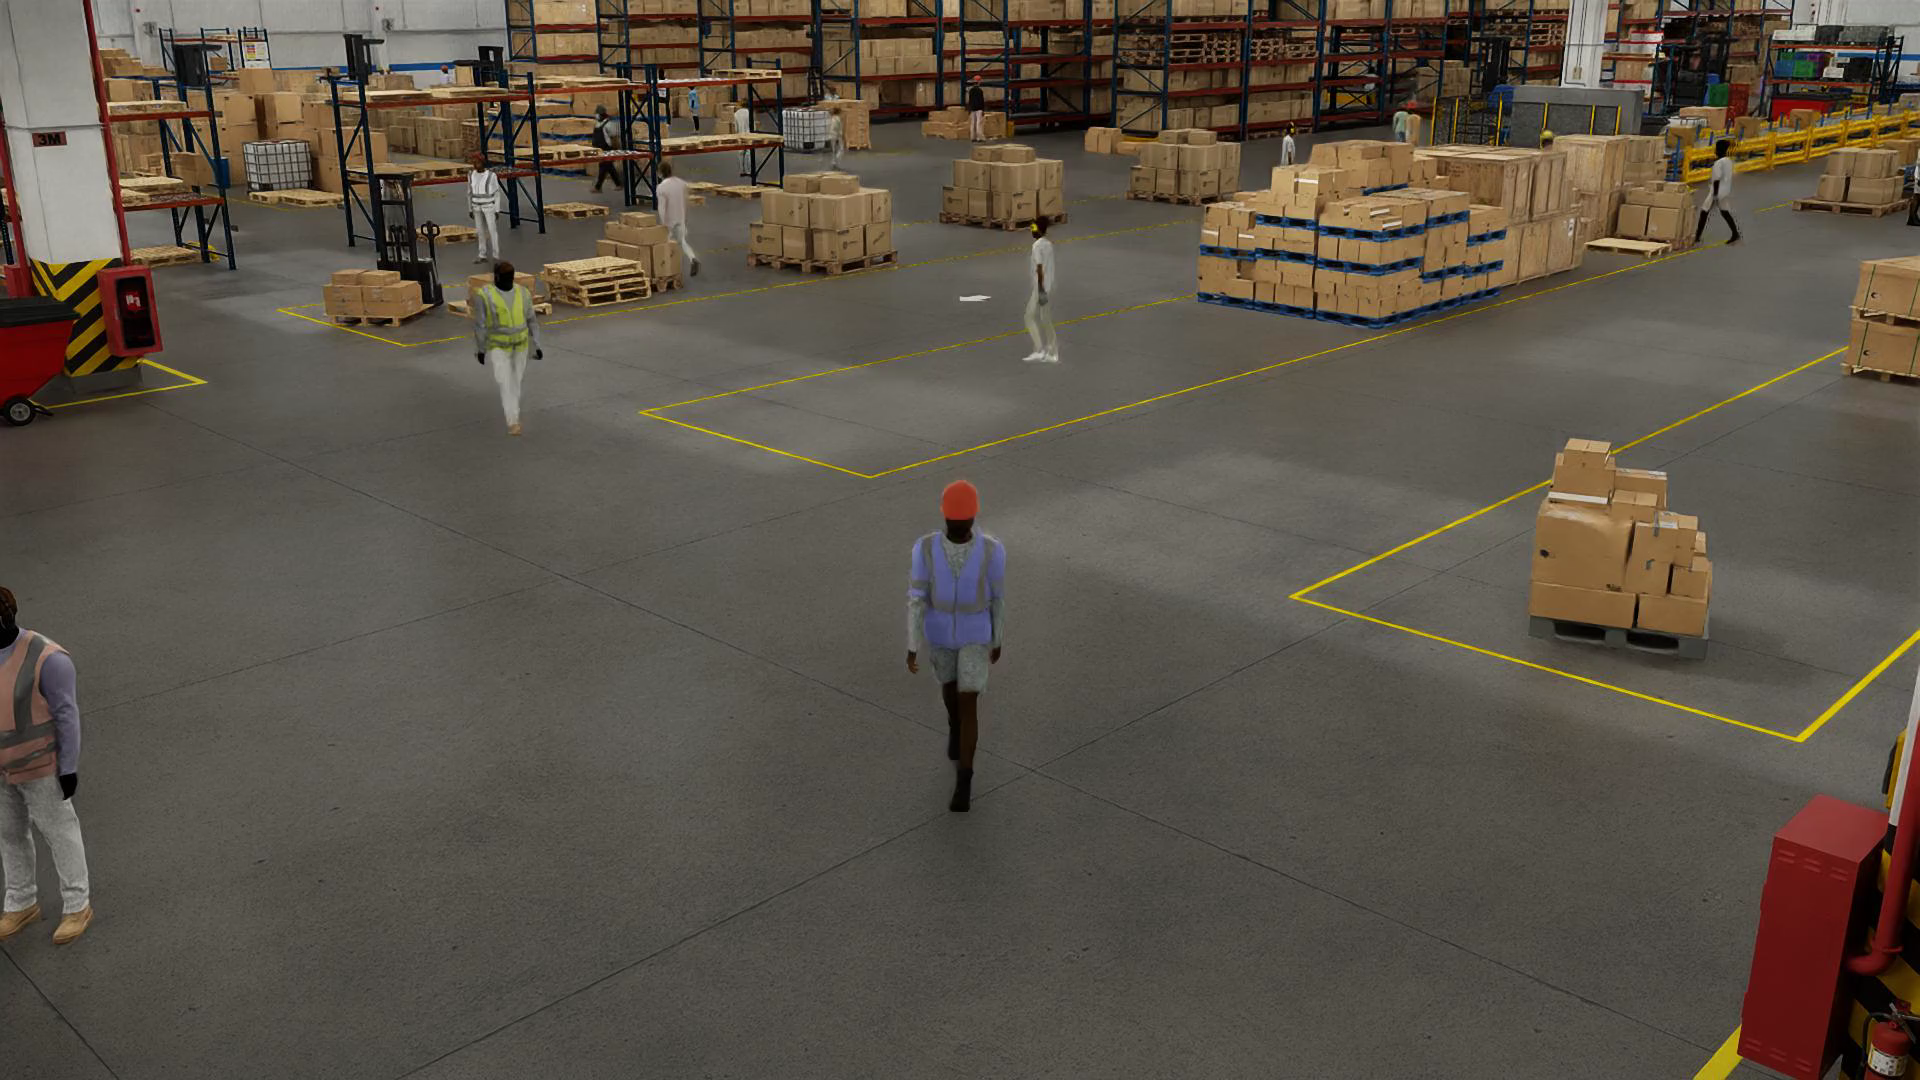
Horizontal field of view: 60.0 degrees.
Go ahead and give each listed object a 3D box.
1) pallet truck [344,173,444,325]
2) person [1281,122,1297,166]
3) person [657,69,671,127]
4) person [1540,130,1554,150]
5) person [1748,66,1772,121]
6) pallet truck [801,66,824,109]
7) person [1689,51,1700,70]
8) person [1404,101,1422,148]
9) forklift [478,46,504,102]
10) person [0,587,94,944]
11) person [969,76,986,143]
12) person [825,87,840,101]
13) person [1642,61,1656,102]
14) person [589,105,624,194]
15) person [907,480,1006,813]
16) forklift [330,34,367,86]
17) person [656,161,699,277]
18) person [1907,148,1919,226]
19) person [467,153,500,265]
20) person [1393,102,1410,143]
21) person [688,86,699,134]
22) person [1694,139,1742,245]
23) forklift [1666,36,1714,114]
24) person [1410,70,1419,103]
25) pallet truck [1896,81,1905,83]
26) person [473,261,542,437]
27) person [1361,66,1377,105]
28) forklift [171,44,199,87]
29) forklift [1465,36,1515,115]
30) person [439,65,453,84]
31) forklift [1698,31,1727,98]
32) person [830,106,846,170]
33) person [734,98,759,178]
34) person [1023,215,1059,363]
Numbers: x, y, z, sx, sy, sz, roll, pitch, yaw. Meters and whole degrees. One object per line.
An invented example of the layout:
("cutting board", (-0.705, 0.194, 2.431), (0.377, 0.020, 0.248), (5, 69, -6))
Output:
("pallet truck", (-8.209, -4.181, 23.757), (0.823, 1.965, 1.885), (3, 19, 9))
("person", (6.929, -7.847, 35.005), (0.318, 1.868, 0.531), (0, 18, 0))
("person", (-10.084, -15.053, 56.654), (0.589, 1.912, 0.391), (13, 23, 35))
("person", (12.163, -7.606, 34.481), (0.530, 1.736, 0.801), (-15, 23, -37))
("person", (28.605, -15.900, 59.206), (0.803, 1.906, 0.558), (5, 19, 14))
("pallet truck", (-4.812, -15.182, 56.903), (0.823, 1.965, 1.885), (-9, 21, -26))
("person", (32.210, -20.487, 72.906), (0.670, 1.978, 0.634), (-16, 24, -39))
("person", (10.975, -9.783, 40.785), (0.569, 1.893, 0.965), (-12, 22, -32))
("forklift", (-14.397, -13.832, 51.456), (1.129, 2.768, 1.873), (17, 25, 41))
("person", (-4.591, 1.095, 8.109), (0.624, 1.844, 0.429), (2, 18, 5))
("person", (0.530, -13.130, 50.720), (0.375, 1.998, 0.611), (-16, 24, -39))
("person", (-4.025, -13.418, 52.219), (0.523, 1.593, 0.859), (-10, 21, -28))
("person", (28.553, -19.049, 68.927), (0.538, 1.753, 0.446), (17, 25, 41))
("person", (-8.192, -9.064, 38.403), (1.031, 2.000, 0.698), (-15, 24, -39))
("person", (-0.012, 0.535, 9.738), (0.552, 1.893, 1.007), (2, 18, 6))
("forklift", (-23.532, -18.275, 64.841), (1.129, 2.768, 1.873), (17, 25, 41))
("person", (-4.588, -5.153, 26.847), (0.782, 1.896, 0.640), (16, 24, 40))
("person", (19.128, -7.206, 32.966), (0.360, 1.939, 0.543), (17, 25, 41))
("person", (-8.091, -5.624, 28.283), (0.581, 1.882, 0.339), (6, 19, 16))
("person", (12.028, -11.095, 45.231), (0.517, 1.586, 0.833), (5, 19, 16))
("person", (-8.592, -13.964, 53.697), (0.322, 1.699, 0.536), (1, 18, 2))
("person", (13.967, -6.372, 30.491), (0.611, 1.926, 0.989), (-13, 22, -34))
("forklift", (27.341, -17.291, 61.877), (1.129, 2.768, 1.873), (17, 25, 41))
("person", (16.933, -16.776, 62.287), (0.588, 1.617, 0.499), (12, 22, 31))
("pallet truck", (34.802, -16.331, 61.455), (0.653, 1.274, 1.630), (17, 25, 41))
("person", (-4.686, -2.004, 17.476), (0.661, 1.815, 0.781), (-14, 23, -36))
("person", (15.825, -17.420, 64.185), (0.542, 1.658, 0.871), (-5, 19, -15))
("forklift", (-24.593, -14.348, 53.009), (1.129, 2.768, 1.873), (17, 25, 41))
("forklift", (19.973, -17.201, 61.605), (1.873, 2.768, 1.129), (16, 24, 40))
("person", (-18.464, -16.104, 59.842), (0.560, 1.885, 0.772), (2, 18, 5))
("forklift", (31.610, -20.010, 70.068), (1.873, 2.768, 1.129), (-13, 22, -34))
("person", (-3.171, -10.400, 43.088), (0.400, 1.622, 0.511), (-8, 20, -22))
("person", (-5.322, -10.020, 41.442), (0.632, 1.940, 0.368), (13, 22, 33))
("person", (1.061, -3.142, 20.892), (0.525, 1.824, 0.523), (10, 21, 28))
